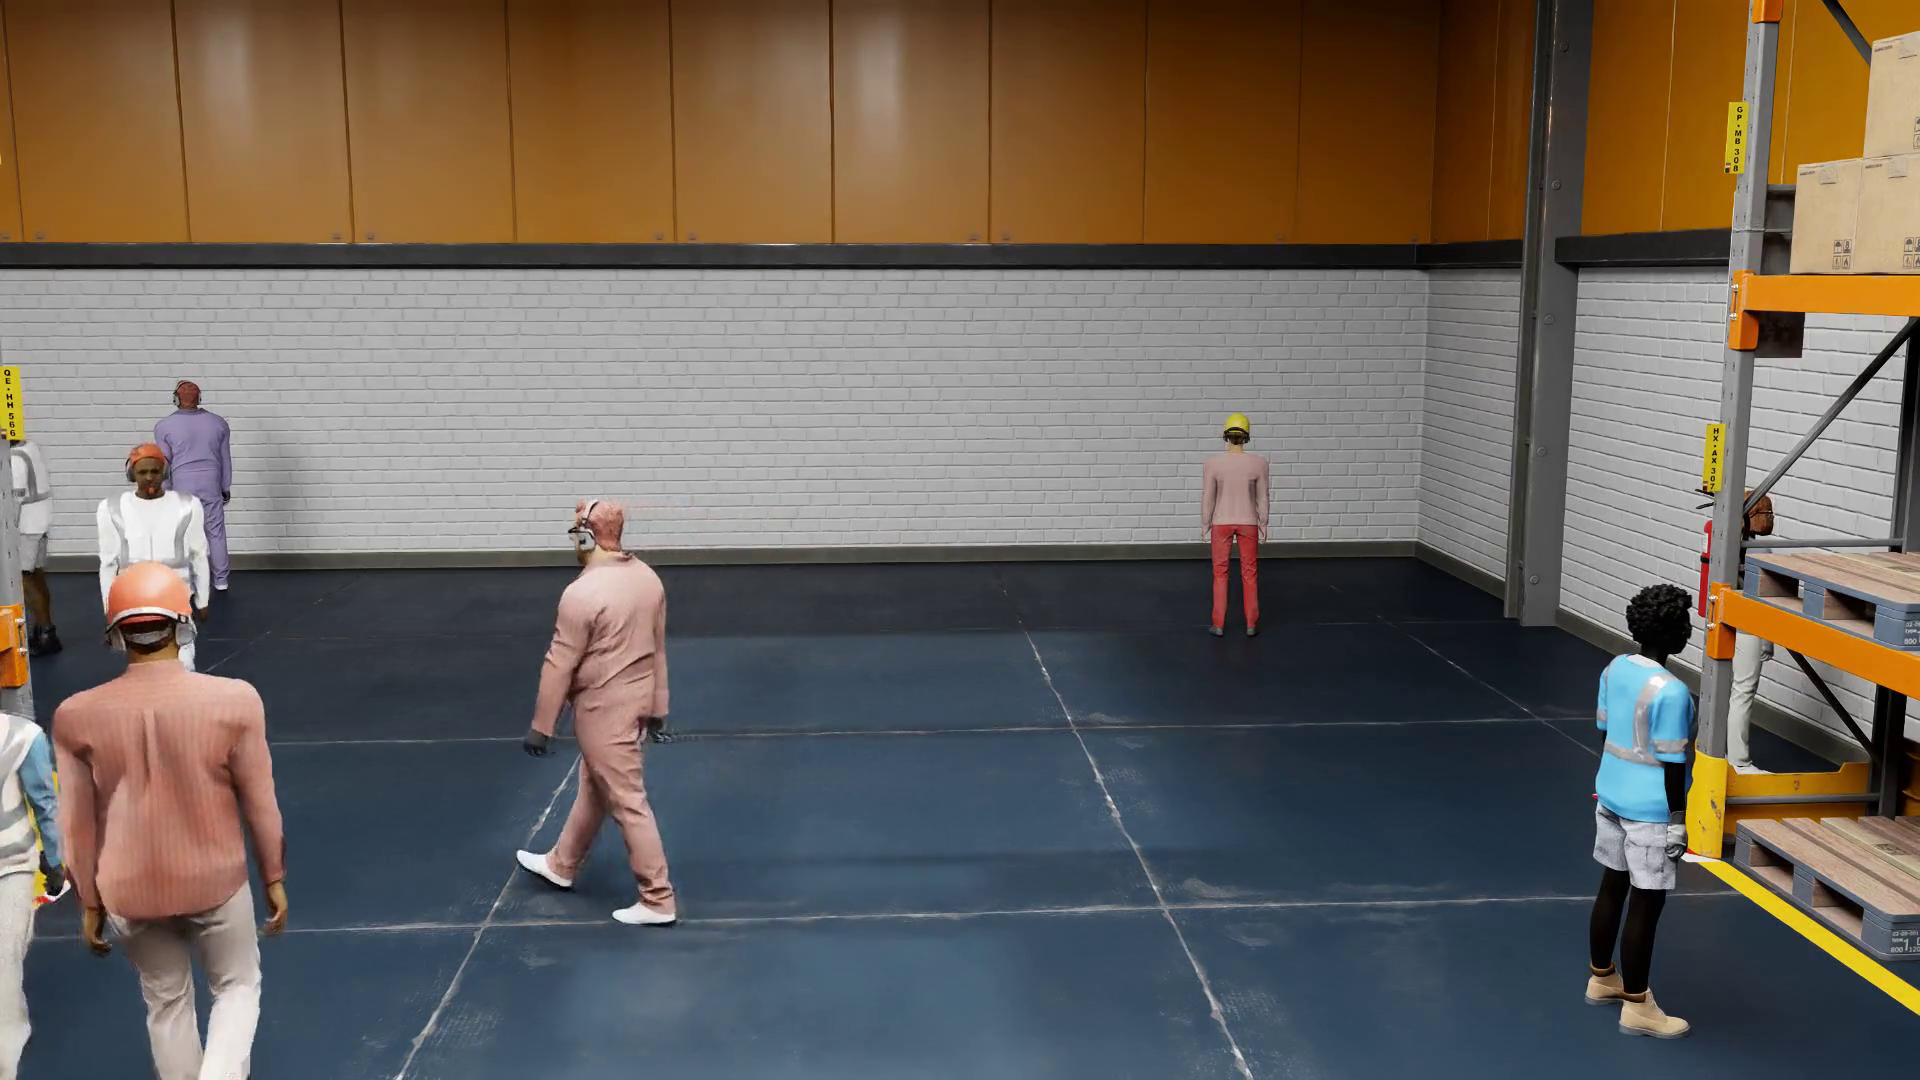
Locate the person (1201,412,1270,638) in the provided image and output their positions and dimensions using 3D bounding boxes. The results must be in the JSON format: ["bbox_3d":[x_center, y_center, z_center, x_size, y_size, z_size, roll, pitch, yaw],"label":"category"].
[{"bbox_3d":[2.151,-0.114,13.037,0.533,1.767,0.327,1,9,4],"label":"person"}]

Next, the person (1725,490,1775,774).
[{"bbox_3d":[4.431,0.528,9.418,0.285,1.633,0.498,-2,9,-9],"label":"person"}]

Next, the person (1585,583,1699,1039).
[{"bbox_3d":[2.577,1.000,6.254,0.315,1.695,0.541,-1,9,-5],"label":"person"}]

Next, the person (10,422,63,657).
[{"bbox_3d":[-6.996,-0.075,12.450,0.377,1.885,0.662,-2,9,-15],"label":"person"}]

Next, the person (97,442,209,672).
[{"bbox_3d":[-4.721,0.355,9.774,0.573,1.872,0.442,-4,10,-23],"label":"person"}]

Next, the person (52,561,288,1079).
[{"bbox_3d":[-2.384,1.055,5.051,0.628,1.971,0.666,-2,9,-15],"label":"person"}]

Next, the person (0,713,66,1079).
[{"bbox_3d":[-3.361,1.143,5.677,0.519,1.596,0.847,-1,9,-7],"label":"person"}]

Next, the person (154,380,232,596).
[{"bbox_3d":[-6.793,-0.459,14.750,0.641,1.913,0.407,-9,13,-44],"label":"person"}]

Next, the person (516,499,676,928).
[{"bbox_3d":[-1.643,0.751,7.314,0.964,1.863,0.646,3,9,17],"label":"person"}]
